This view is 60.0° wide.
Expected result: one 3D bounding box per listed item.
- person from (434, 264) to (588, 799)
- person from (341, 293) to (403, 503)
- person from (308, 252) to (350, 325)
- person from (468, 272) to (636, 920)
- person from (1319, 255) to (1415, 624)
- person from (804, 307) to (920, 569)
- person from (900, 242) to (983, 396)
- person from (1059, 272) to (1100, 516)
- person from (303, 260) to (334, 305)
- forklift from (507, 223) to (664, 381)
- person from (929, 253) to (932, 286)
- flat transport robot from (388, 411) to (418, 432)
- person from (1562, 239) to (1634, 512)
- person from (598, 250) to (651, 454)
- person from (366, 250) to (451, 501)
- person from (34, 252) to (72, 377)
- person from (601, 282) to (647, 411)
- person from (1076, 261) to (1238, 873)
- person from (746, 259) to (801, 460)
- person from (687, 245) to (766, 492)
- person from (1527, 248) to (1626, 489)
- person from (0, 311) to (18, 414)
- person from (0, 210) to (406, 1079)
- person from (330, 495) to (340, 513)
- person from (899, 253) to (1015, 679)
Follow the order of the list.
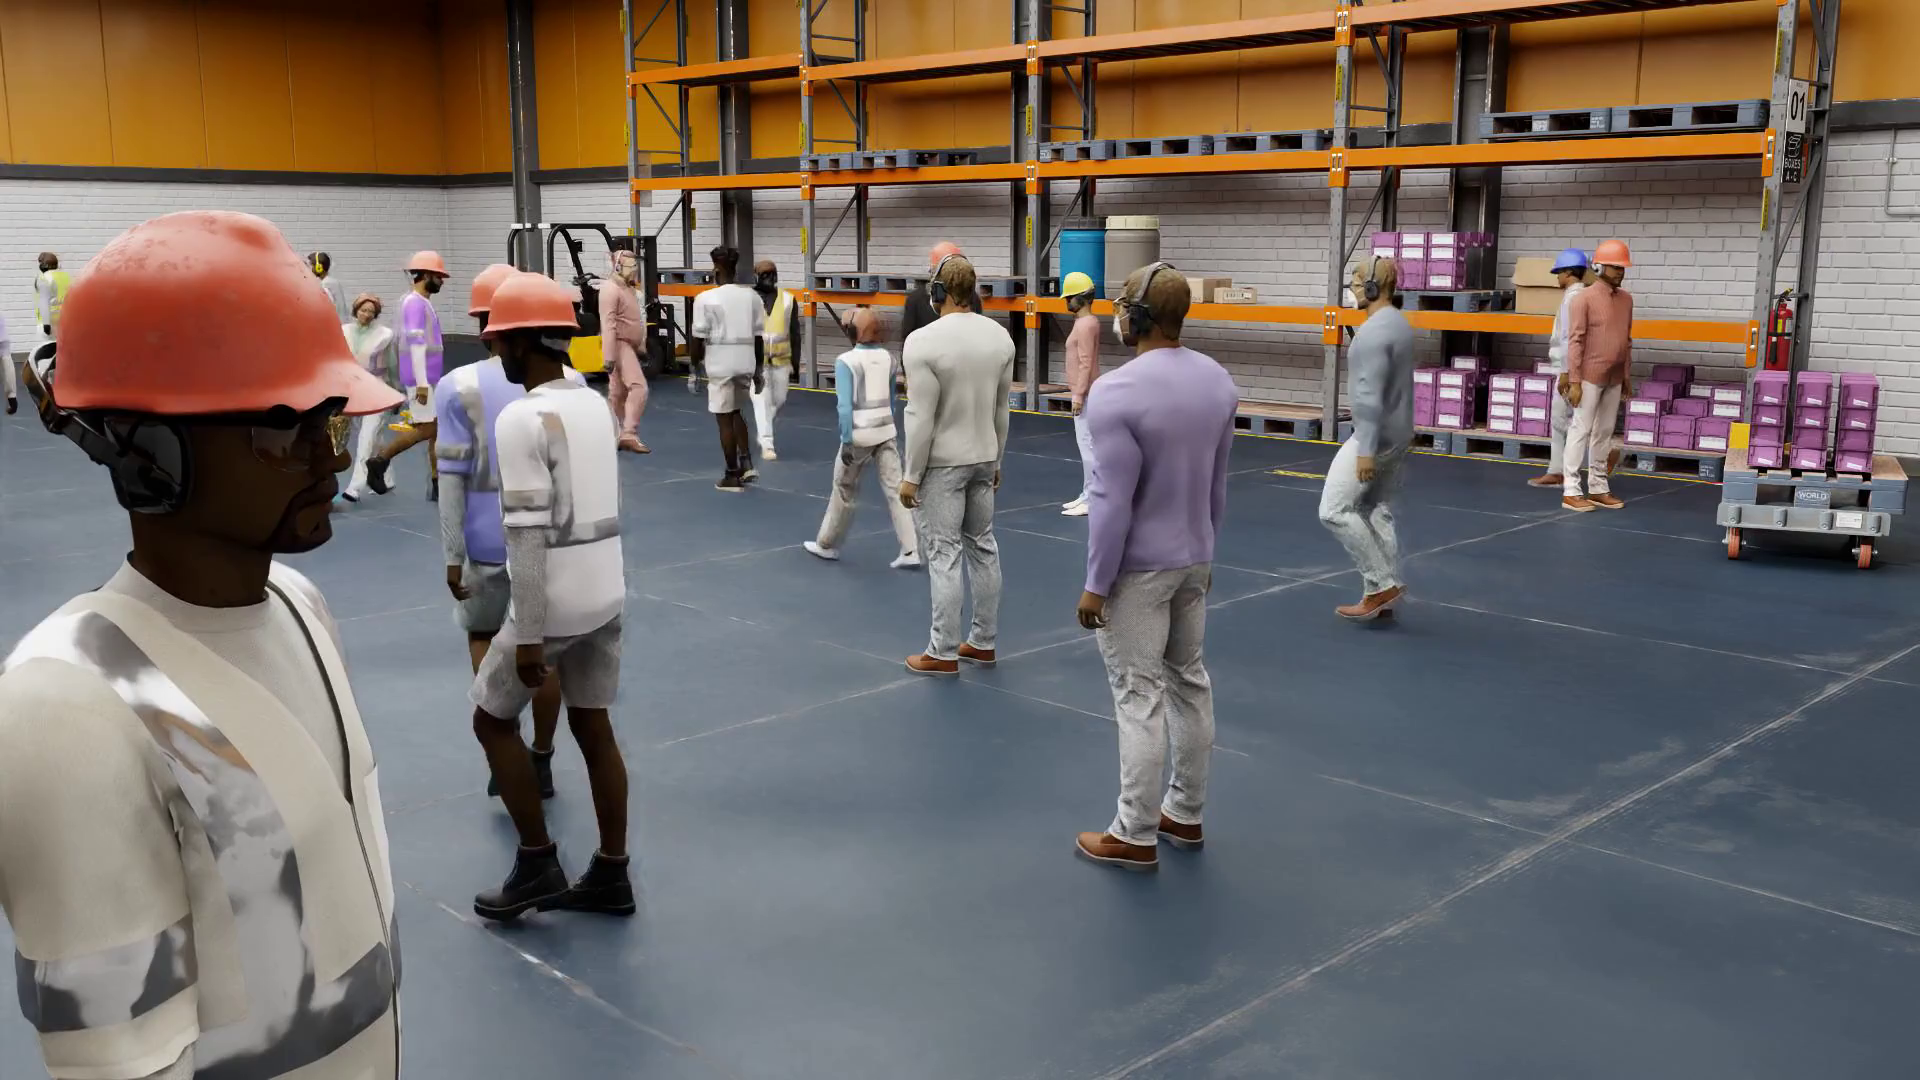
[{"bbox_3d":[-1.561,-0.007,5.897,0.554,1.921,0.463,-5,12,-26],"label":"person"},{"bbox_3d":[-4.550,-1.085,12.696,0.529,1.576,0.887,2,11,10],"label":"person"},{"bbox_3d":[-6.993,-2.335,18.833,0.620,1.843,0.543,0,10,-1],"label":"person"},{"bbox_3d":[-1.209,0.184,4.893,0.565,1.912,0.558,4,11,22],"label":"person"},{"bbox_3d":[2.109,-0.497,8.582,0.446,1.919,0.649,5,12,26],"label":"person"},{"bbox_3d":[-0.578,-0.620,10.157,0.888,1.588,0.545,9,14,42],"label":"person"},{"bbox_3d":[-0.091,-1.244,12.527,0.648,1.954,0.752,-4,11,-22],"label":"person"},{"bbox_3d":[0.875,-1.052,12.056,0.327,1.760,0.524,1,10,7],"label":"person"},{"bbox_3d":[-6.385,-1.835,16.221,0.623,1.804,0.928,-10,15,-44],"label":"person"},{"bbox_3d":[-5.316,-3.263,22.920,2.313,2.155,1.214,-10,14,-44],"label":"forklift"},{"bbox_3d":[-0.123,-1.862,16.185,0.623,1.874,0.670,7,13,35],"label":"person"},{"bbox_3d":[-5.111,-1.264,17.264,1.431,0.197,0.652,-10,14,-44],"label":"flat transport robot"},{"bbox_3d":[4.719,-1.203,12.243,0.611,1.992,0.391,-6,12,-30],"label":"person"},{"bbox_3d":[-3.074,-1.743,15.468,0.608,1.883,0.657,-1,10,-4],"label":"person"},{"bbox_3d":[-4.152,-1.228,12.601,0.726,1.910,0.580,-1,10,-7],"label":"person"},{"bbox_3d":[-12.147,-2.976,22.421,0.905,1.808,0.635,2,11,9],"label":"person"},{"bbox_3d":[-3.791,-2.272,18.783,0.512,1.713,0.738,-2,11,-10],"label":"person"},{"bbox_3d":[0.622,0.094,5.321,0.636,1.938,0.357,-10,15,-44],"label":"person"},{"bbox_3d":[-1.788,-1.669,15.295,0.621,1.819,0.803,-4,11,-19],"label":"person"},{"bbox_3d":[-1.852,-1.353,13.192,0.615,1.943,0.500,-9,14,-42],"label":"person"},{"bbox_3d":[4.922,-1.337,13.165,0.636,1.921,0.629,5,11,24],"label":"person"},{"bbox_3d":[-7.087,-1.081,11.868,0.622,1.876,0.951,-5,12,-26],"label":"person"},{"bbox_3d":[-0.731,0.691,1.773,0.373,2.044,0.608,-1,10,-6],"label":"person"},{"bbox_3d":[-4.971,-1.098,12.198,0.956,1.790,0.605,3,11,16],"label":"person"},{"bbox_3d":[-0.027,-0.331,7.632,0.630,1.940,0.372,-10,15,-44],"label":"person"}]
